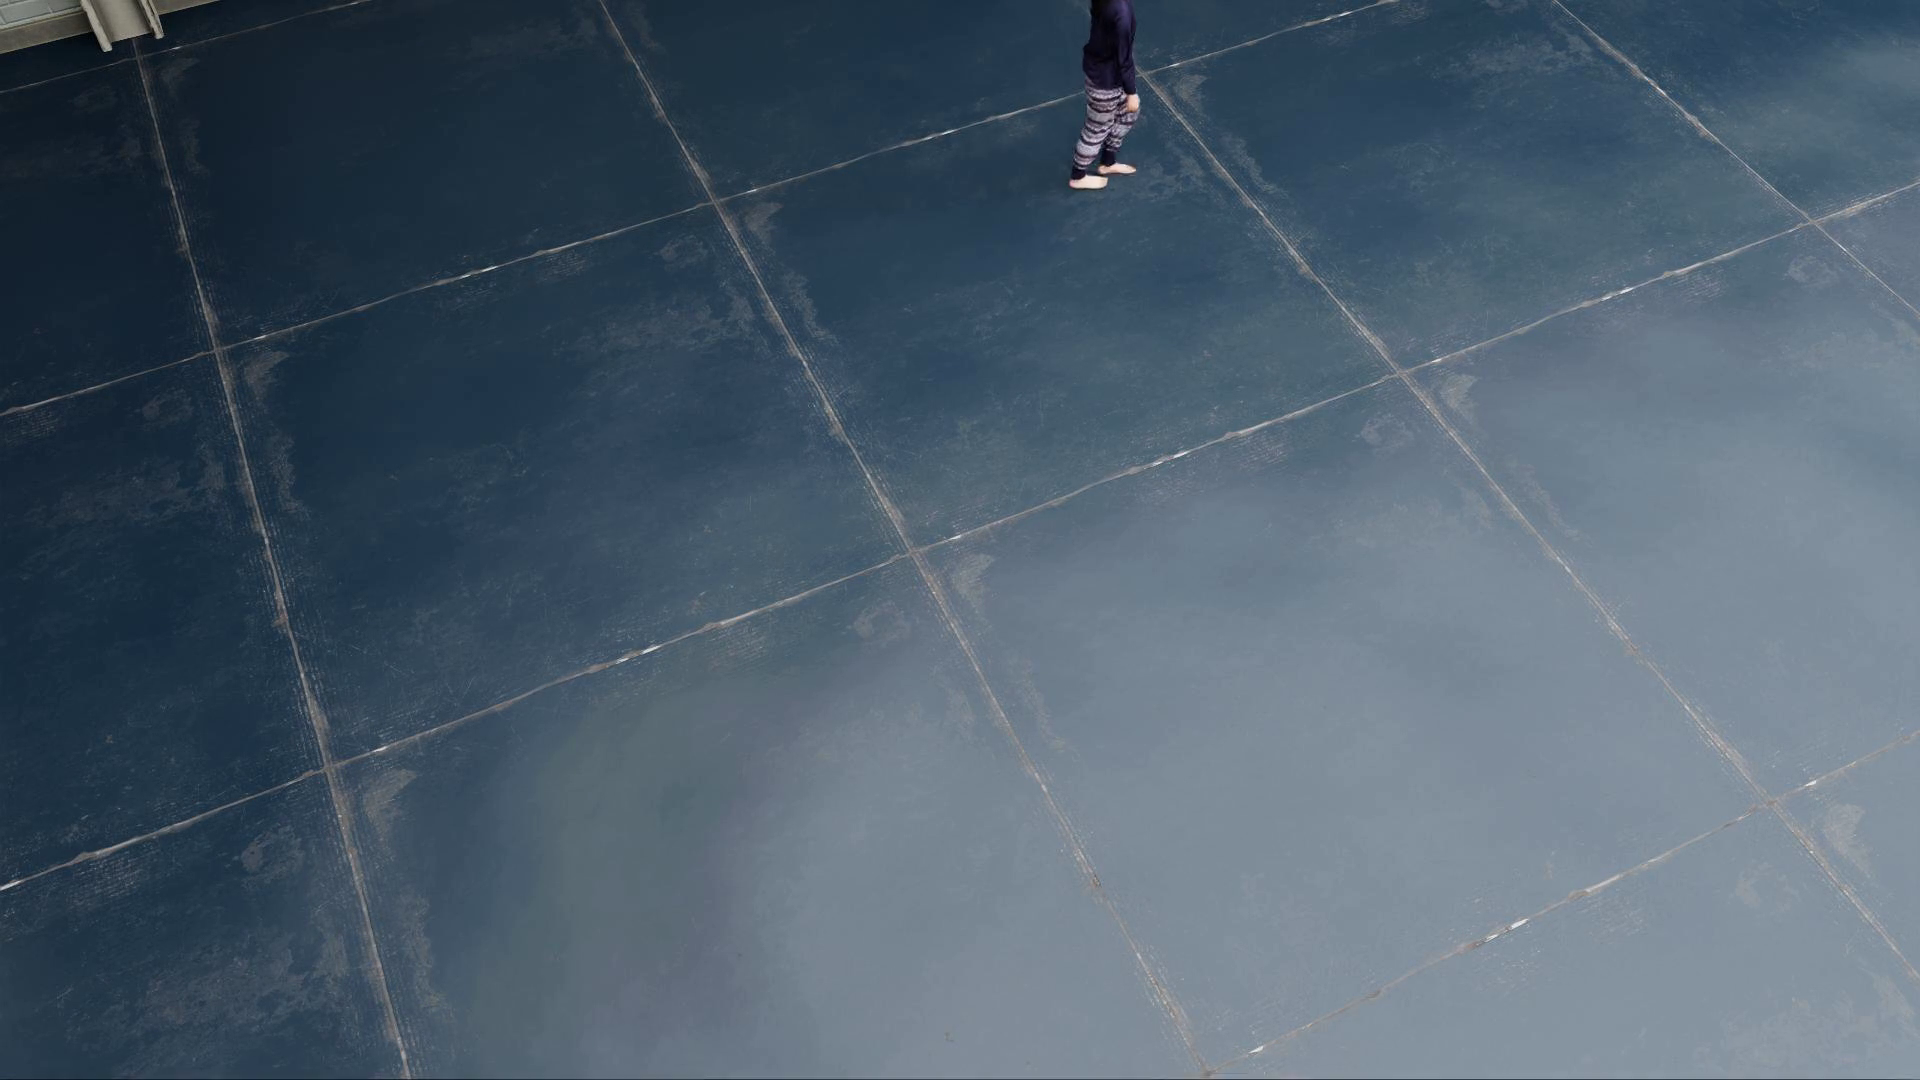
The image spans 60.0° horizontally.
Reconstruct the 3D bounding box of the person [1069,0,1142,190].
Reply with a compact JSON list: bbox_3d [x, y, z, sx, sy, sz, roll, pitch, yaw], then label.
[{"bbox_3d":[0.770,-2.712,9.630,0.758,1.719,0.728,-6,52,-4],"label":"person"}]
